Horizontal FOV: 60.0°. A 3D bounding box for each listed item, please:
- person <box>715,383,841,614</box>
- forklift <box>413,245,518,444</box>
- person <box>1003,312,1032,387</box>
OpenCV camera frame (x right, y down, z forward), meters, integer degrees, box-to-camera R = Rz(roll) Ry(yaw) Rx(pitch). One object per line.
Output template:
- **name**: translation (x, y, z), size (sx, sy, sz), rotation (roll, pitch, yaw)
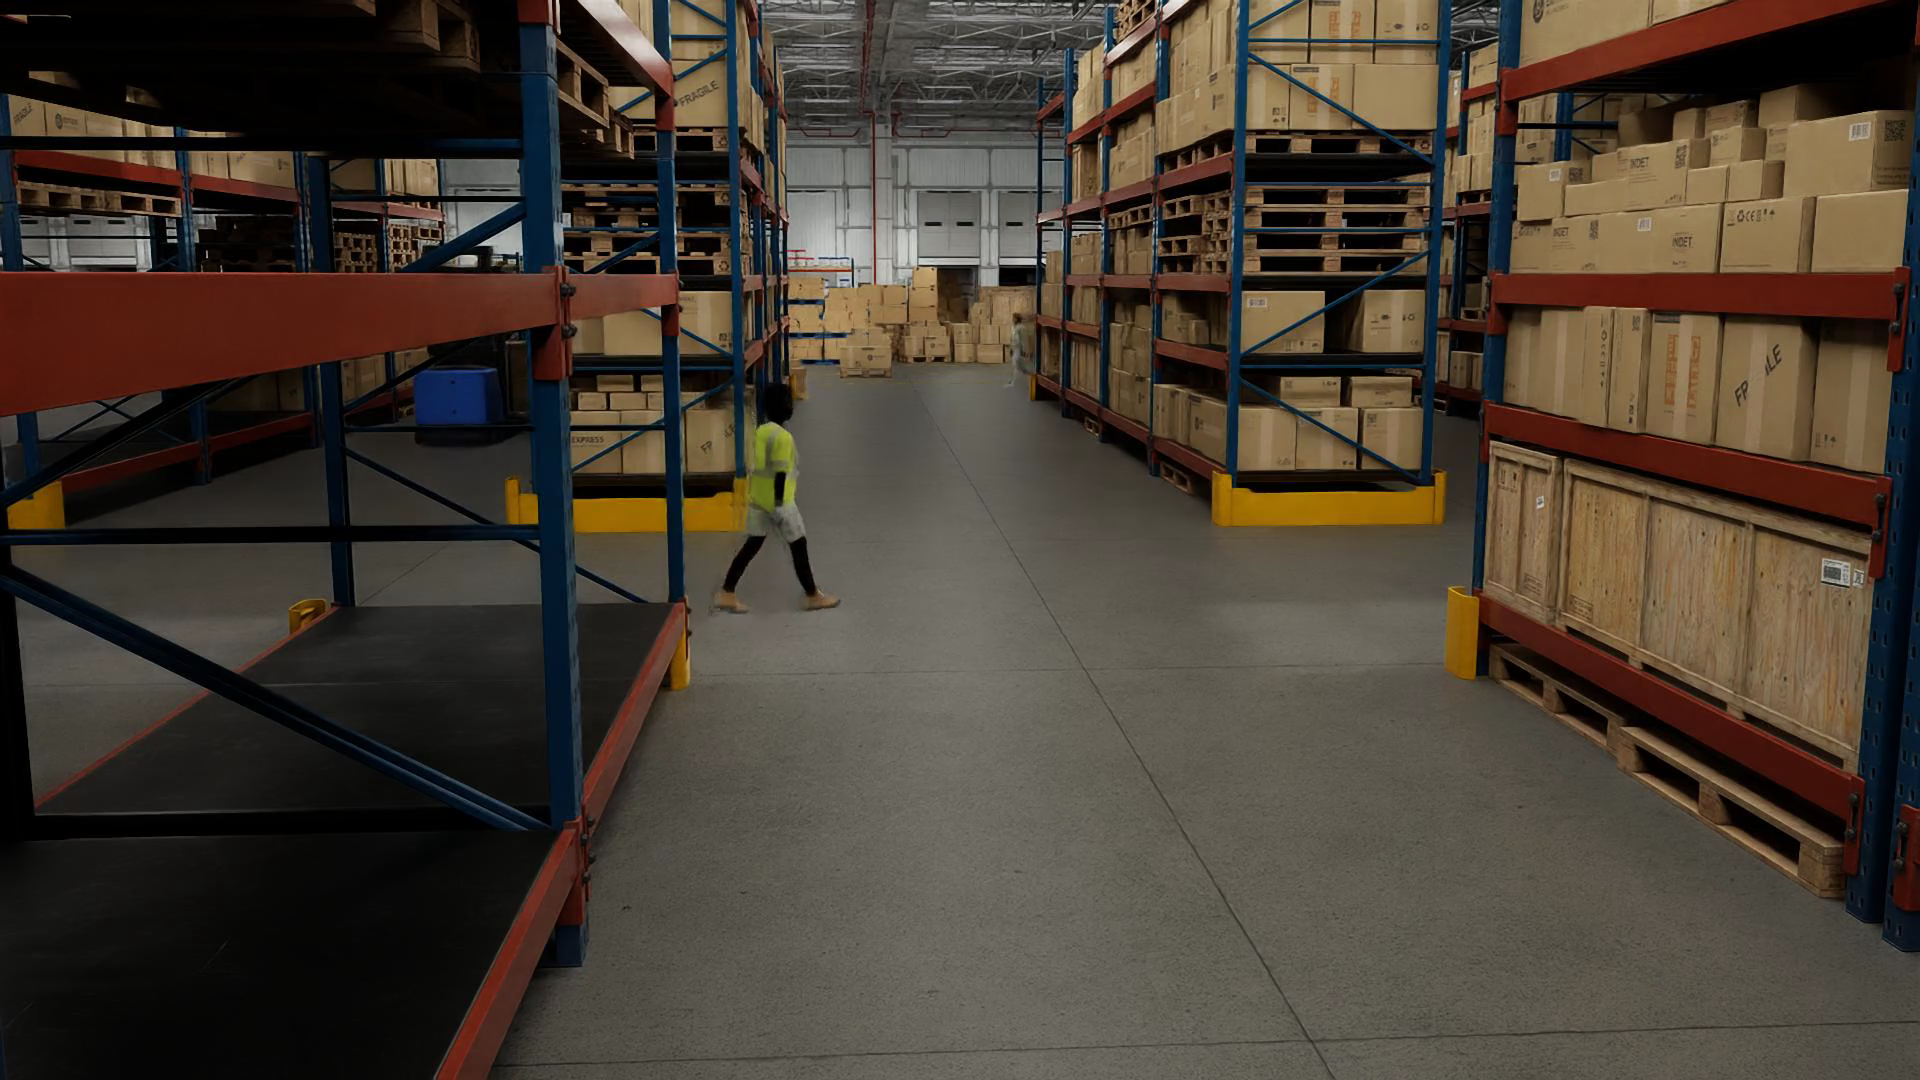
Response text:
- **person**: translation (-1.330, -0.285, 11.783), size (0.902, 1.649, 0.544), rotation (-5, 10, -28)
- **forklift**: translation (-7.155, -2.830, 23.897), size (1.129, 2.768, 1.873), rotation (-1, 9, -4)
- **person**: translation (1.280, -4.090, 35.753), size (0.687, 1.618, 0.521), rotation (-2, 9, -14)
